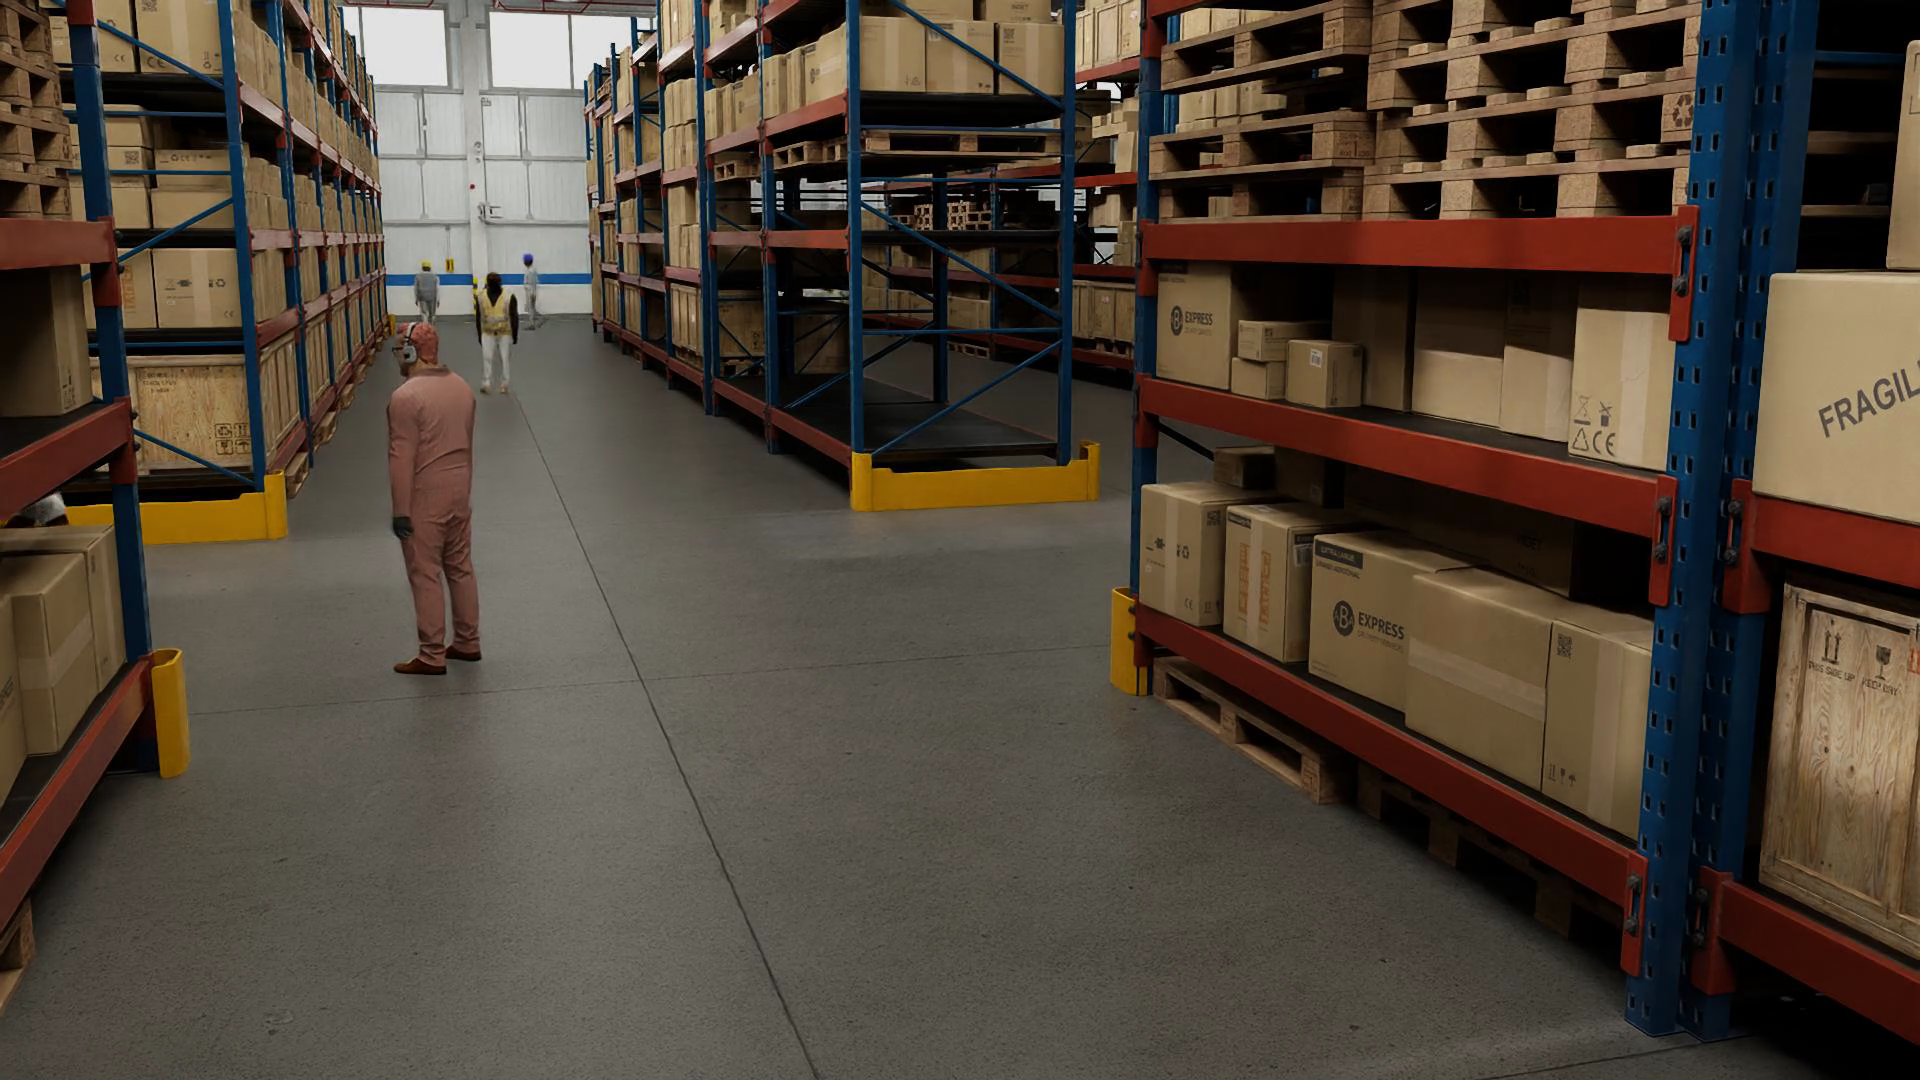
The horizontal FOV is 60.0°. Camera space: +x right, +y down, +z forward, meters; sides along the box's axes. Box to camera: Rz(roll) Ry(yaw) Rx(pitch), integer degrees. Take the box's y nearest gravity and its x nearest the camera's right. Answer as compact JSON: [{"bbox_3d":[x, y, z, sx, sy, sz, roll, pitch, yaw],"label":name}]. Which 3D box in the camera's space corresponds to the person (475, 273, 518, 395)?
[{"bbox_3d":[-6.913,-3.057,24.761,0.641,1.805,0.825,-1,10,-4],"label":"person"}]

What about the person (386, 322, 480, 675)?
[{"bbox_3d":[-2.876,-0.225,9.007,0.399,1.900,0.647,3,11,18],"label":"person"}]

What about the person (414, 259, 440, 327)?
[{"bbox_3d":[-12.664,-5.755,39.554,0.595,1.818,0.460,-4,11,-21],"label":"person"}]

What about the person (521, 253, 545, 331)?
[{"bbox_3d":[-10.754,-6.215,41.730,0.459,1.935,0.632,-4,11,-21],"label":"person"}]

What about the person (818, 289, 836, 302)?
[{"bbox_3d":[-2.298,-3.693,28.501,0.371,1.720,0.659,4,11,22],"label":"person"}]

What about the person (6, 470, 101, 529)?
[{"bbox_3d":[-5.604,-0.464,10.067,1.048,1.991,0.623,0,10,-2],"label":"person"}]

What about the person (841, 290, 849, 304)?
[{"bbox_3d":[-2.874,-6.542,44.018,0.560,1.753,0.328,4,11,23],"label":"person"}]
